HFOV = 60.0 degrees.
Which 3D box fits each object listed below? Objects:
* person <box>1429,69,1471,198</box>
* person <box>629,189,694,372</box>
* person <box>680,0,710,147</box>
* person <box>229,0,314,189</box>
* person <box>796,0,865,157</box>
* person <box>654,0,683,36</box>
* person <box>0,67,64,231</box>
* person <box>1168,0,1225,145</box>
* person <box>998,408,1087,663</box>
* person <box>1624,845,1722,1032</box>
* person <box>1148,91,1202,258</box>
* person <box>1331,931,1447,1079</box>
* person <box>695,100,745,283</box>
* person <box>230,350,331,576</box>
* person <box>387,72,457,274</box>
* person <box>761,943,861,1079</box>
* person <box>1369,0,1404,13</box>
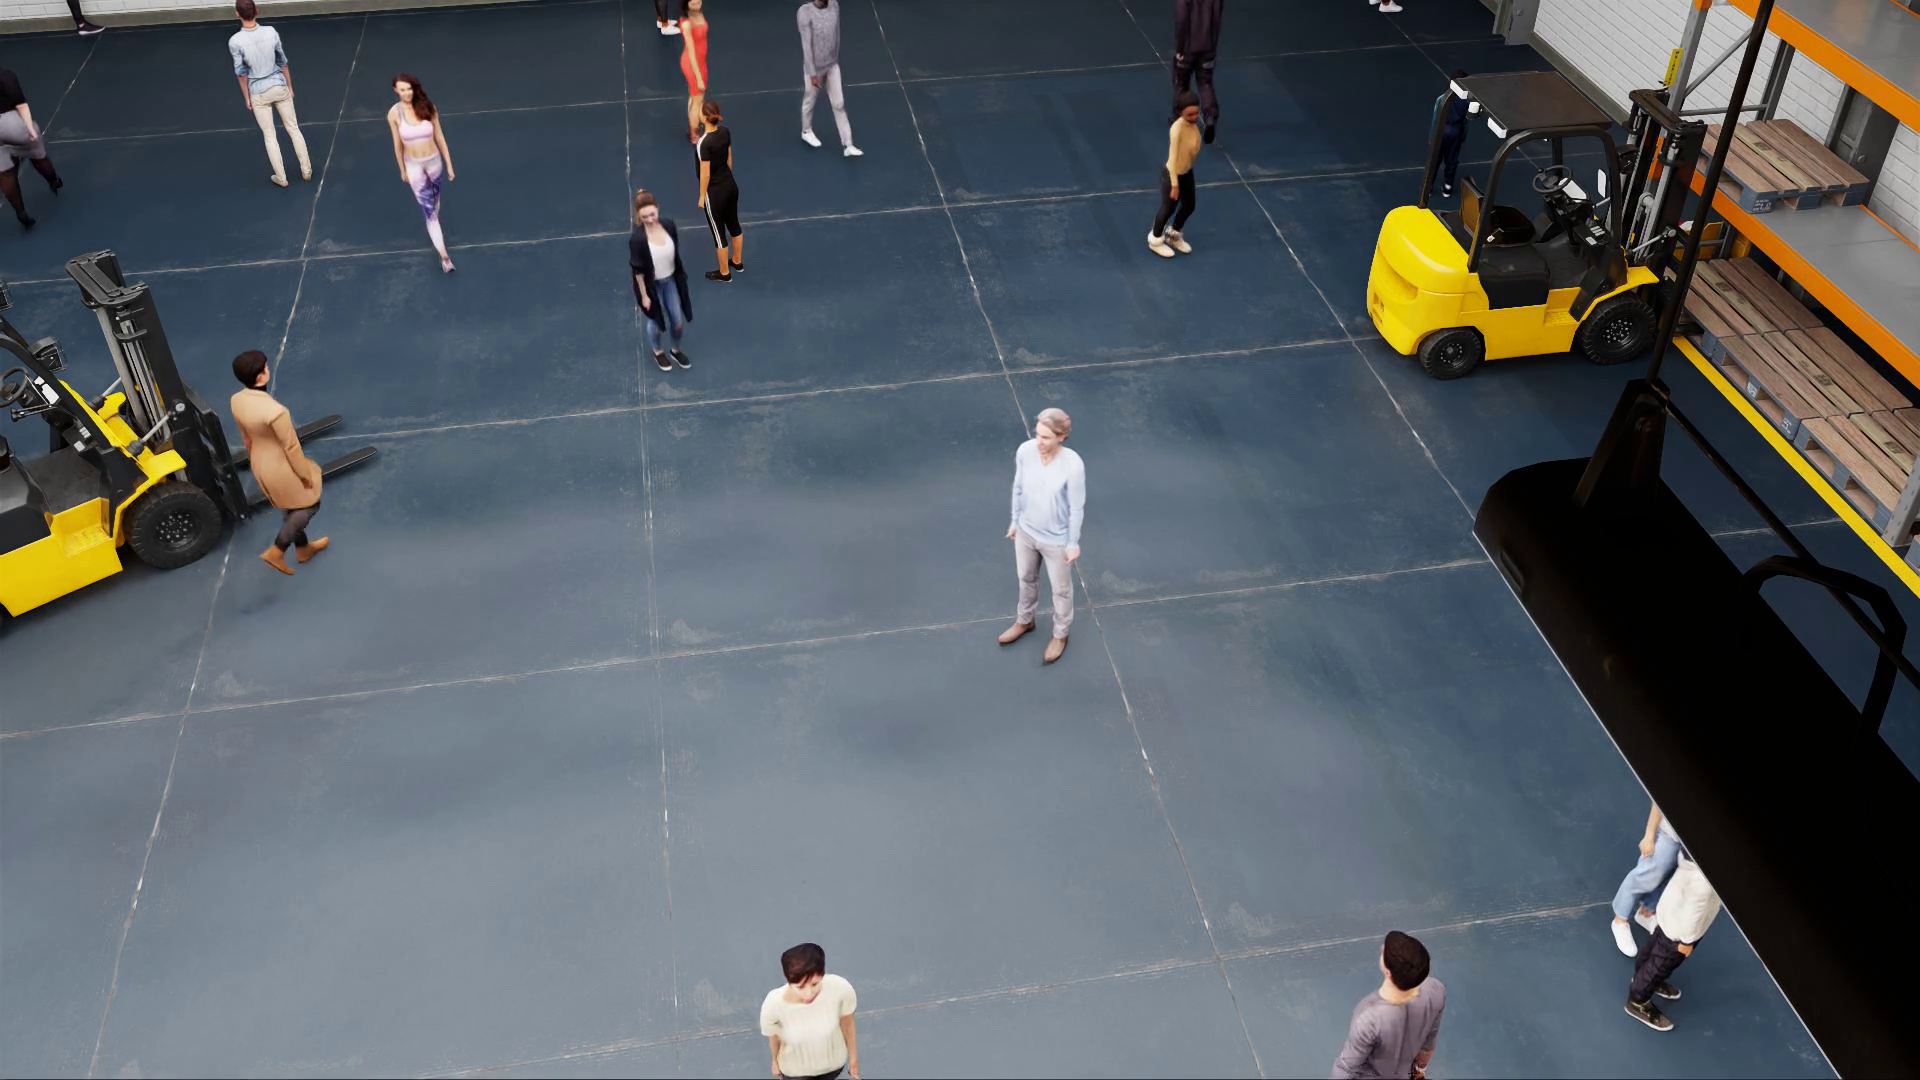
[{"bbox_3d":[4.668,-3.888,15.891,0.545,1.255,0.539,4,39,5],"label":"person"},{"bbox_3d":[-2.433,-2.070,13.297,0.837,1.651,0.786,29,47,31],"label":"person"},{"bbox_3d":[-2.680,-4.738,16.600,0.876,1.697,0.588,-8,39,-10],"label":"person"},{"bbox_3d":[-6.619,-4.295,15.926,0.726,1.848,0.705,-23,44,-26],"label":"person"},{"bbox_3d":[-1.434,-4.706,16.483,1.052,1.795,1.266,-26,45,-29],"label":"person"},{"bbox_3d":[-3.439,-6.646,19.030,0.656,1.646,0.512,-12,40,-14],"label":"person"},{"bbox_3d":[-8.759,-3.679,15.271,0.647,1.702,1.081,-6,39,-8],"label":"person"},{"bbox_3d":[2.403,-4.882,16.630,0.682,1.886,1.060,-8,39,-10],"label":"person"},{"bbox_3d":[0.553,-0.057,10.583,0.744,1.893,0.808,25,45,27],"label":"person"},{"bbox_3d":[3.678,1.903,8.483,0.720,1.452,0.632,18,42,21],"label":"person"},{"bbox_3d":[1.898,-3.270,14.821,0.827,1.624,0.768,19,43,23],"label":"person"},{"bbox_3d":[1.902,2.480,7.464,0.989,1.821,1.241,-23,44,-26],"label":"person"},{"bbox_3d":[-2.102,-3.059,14.521,0.724,1.669,0.648,20,43,23],"label":"person"},{"bbox_3d":[-4.669,-0.470,11.245,0.918,1.712,0.990,21,43,24],"label":"person"},{"bbox_3d":[-4.785,-3.325,14.816,0.869,1.716,1.262,-19,42,-22],"label":"person"},{"bbox_3d":[-0.699,2.382,7.804,0.706,1.549,1.024,-12,40,-14],"label":"person"},{"bbox_3d":[5.097,-7.158,19.565,0.704,1.780,0.532,-10,40,-13],"label":"person"}]
